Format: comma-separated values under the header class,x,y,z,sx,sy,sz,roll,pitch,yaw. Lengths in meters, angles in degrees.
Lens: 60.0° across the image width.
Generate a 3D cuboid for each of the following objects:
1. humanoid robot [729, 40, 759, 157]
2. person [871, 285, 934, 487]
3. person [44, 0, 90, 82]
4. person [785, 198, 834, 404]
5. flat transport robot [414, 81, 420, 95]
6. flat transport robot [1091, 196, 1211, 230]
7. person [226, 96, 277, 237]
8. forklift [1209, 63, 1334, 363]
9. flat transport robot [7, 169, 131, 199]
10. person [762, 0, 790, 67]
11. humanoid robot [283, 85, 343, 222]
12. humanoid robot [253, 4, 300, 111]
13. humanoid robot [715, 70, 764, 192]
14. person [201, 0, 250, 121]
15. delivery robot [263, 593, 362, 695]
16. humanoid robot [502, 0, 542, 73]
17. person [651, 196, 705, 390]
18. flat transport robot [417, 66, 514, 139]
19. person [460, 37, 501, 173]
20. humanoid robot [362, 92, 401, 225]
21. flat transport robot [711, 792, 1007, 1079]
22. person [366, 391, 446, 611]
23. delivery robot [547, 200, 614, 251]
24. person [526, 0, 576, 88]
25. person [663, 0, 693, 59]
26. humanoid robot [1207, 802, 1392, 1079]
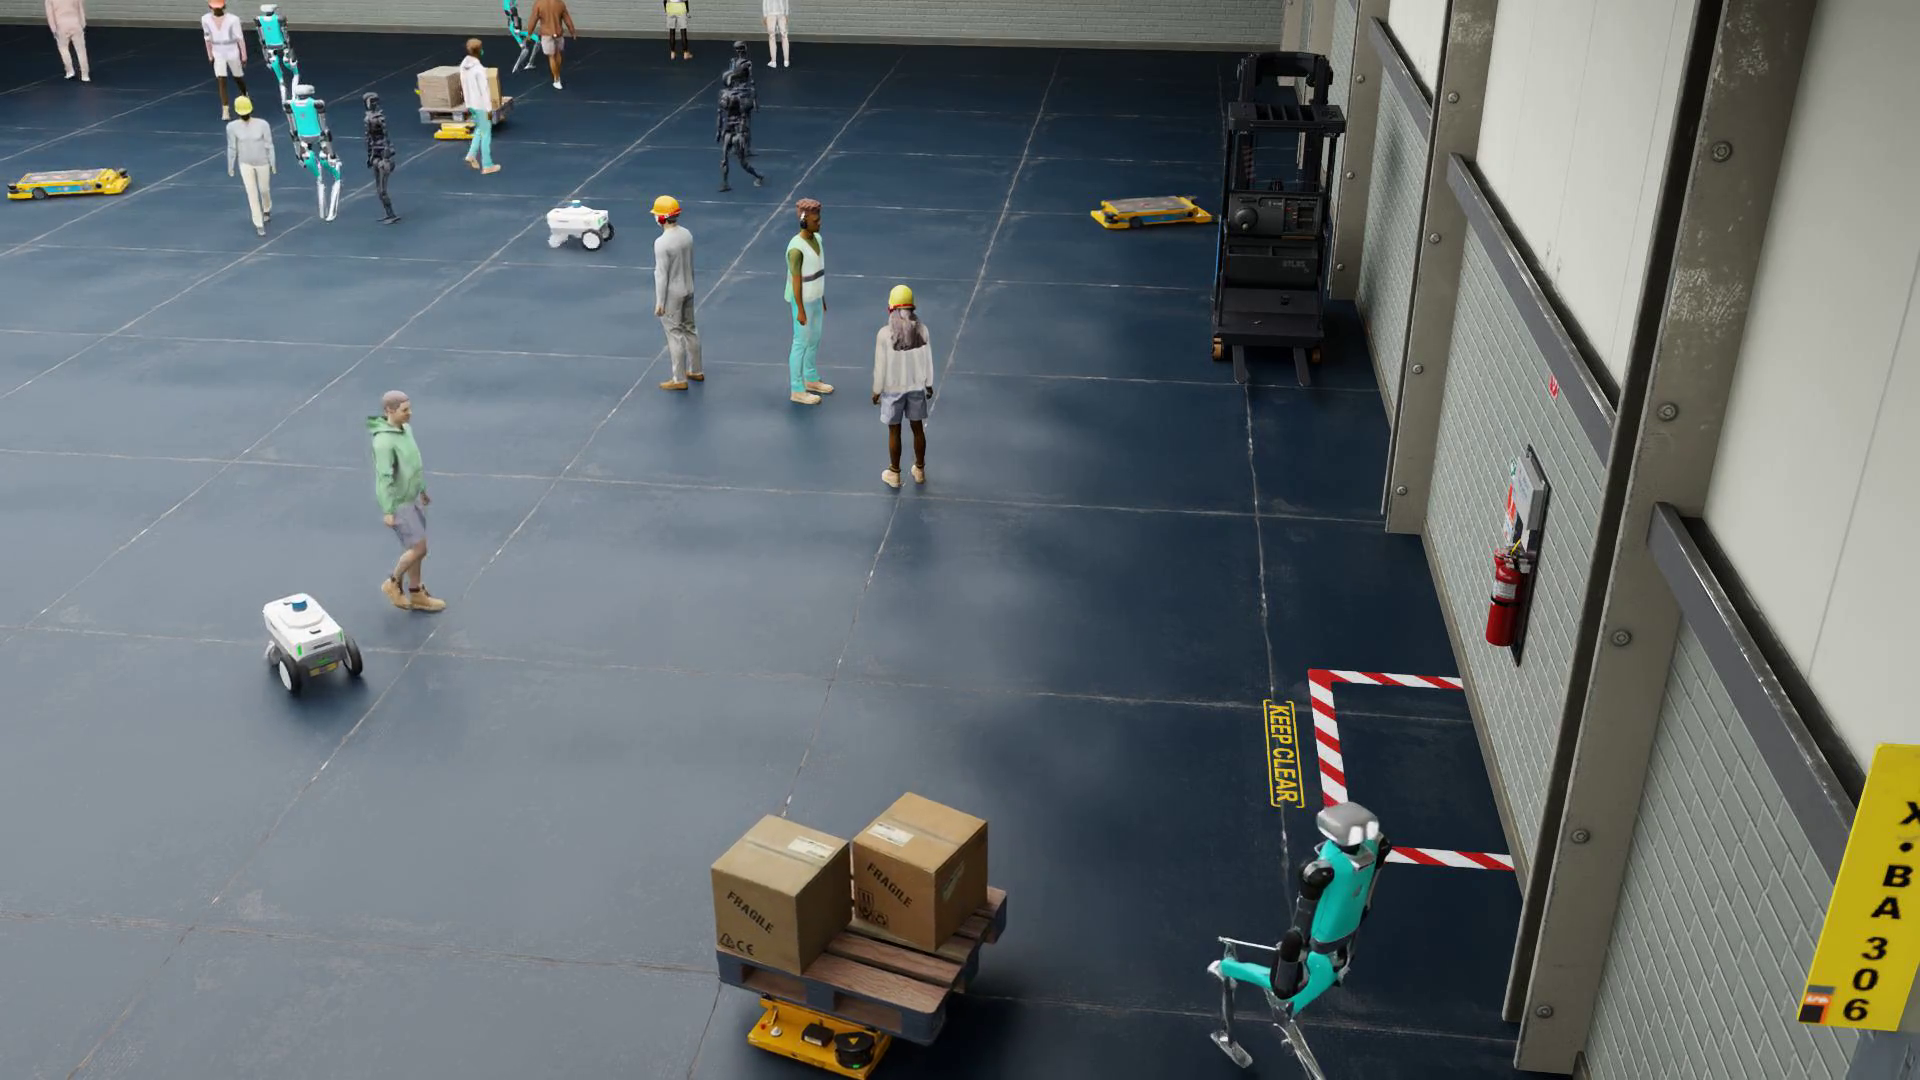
class,x,y,z,sx,sy,sz,roll,pitch,yaw
humanoid robot,-3.225,-6.545,24.616,0.315,1.657,0.599,-24,35,-39
person,-0.466,-1.284,14.031,0.543,1.763,0.401,-10,28,-19
person,-15.848,-9.123,29.538,0.657,1.889,0.617,-21,33,-36
person,-1.459,-2.276,15.794,0.389,1.971,0.479,10,28,20
flat transport robot,-8.755,-7.650,28.411,0.659,0.231,1.431,-18,32,-32
flat transport robot,2.484,-4.259,21.641,1.431,0.231,0.659,-6,27,-13
person,-8.965,-4.782,21.061,0.575,1.724,0.775,-11,29,-21
forklift,3.241,-3.477,17.183,1.129,2.768,1.873,3,27,6
flat transport robot,-12.286,-4.912,22.945,1.431,0.231,0.659,-6,27,-11
person,-3.396,-9.692,30.695,0.497,1.876,0.404,-8,28,-16
humanoid robot,-8.258,-4.997,21.500,0.542,1.815,0.713,2,27,5
humanoid robot,-11.101,-7.881,27.339,0.532,1.878,0.774,2,27,3
humanoid robot,-3.059,-5.610,22.807,0.603,1.649,0.690,24,35,39
person,-11.890,-7.890,26.985,0.627,1.987,1.021,-4,27,-8
delivery robot,-4.501,0.688,11.463,0.510,0.610,0.782,-20,33,-34
humanoid robot,-7.924,-9.353,30.198,0.770,1.810,0.541,-14,30,-26
person,-2.762,-2.405,16.136,0.378,1.888,0.564,13,29,24
flat transport robot,-7.755,-6.586,26.287,0.659,0.231,1.431,1,27,2
person,-6.815,-6.152,23.596,0.523,1.903,0.448,21,33,35
humanoid robot,-7.481,-4.918,21.372,0.372,1.649,0.612,-23,35,-38
flat transport robot,-0.477,2.212,8.722,0.659,0.231,1.431,11,29,21
person,-4.002,-0.257,12.015,0.385,1.726,0.515,3,27,7
delivery robot,-4.714,-3.905,20.612,0.791,0.592,0.499,4,27,8
person,-7.193,-8.901,29.158,0.813,1.827,0.778,-13,30,-25
person,-5.346,-9.951,31.414,0.531,1.692,0.320,6,27,12
humanoid robot,1.541,1.899,7.772,0.573,1.748,1.079,-19,32,-33
